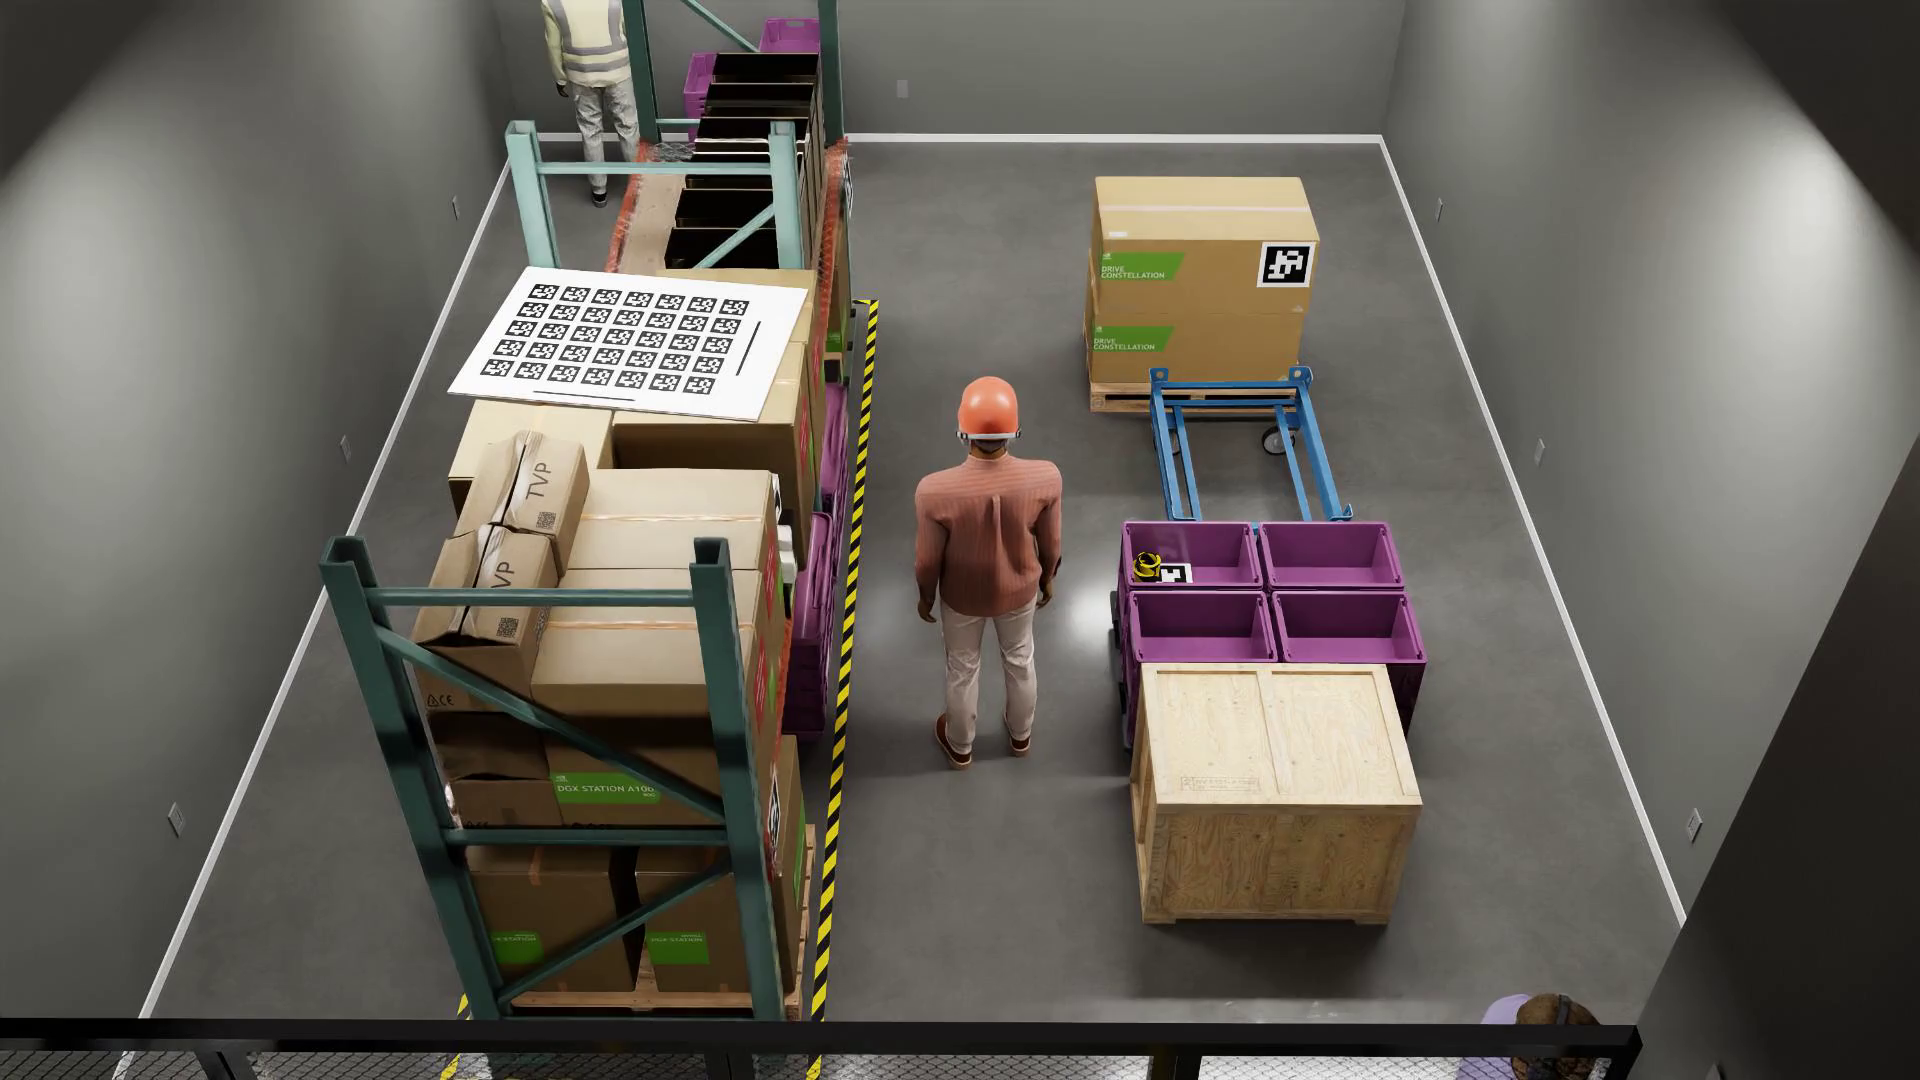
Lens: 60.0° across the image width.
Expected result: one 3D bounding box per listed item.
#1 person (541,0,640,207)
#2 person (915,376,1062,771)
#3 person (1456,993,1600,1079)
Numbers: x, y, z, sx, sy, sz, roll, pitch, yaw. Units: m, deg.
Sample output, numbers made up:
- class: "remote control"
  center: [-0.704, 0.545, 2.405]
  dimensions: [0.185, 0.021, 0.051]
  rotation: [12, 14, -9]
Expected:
- class: "person"
  center: [-2.301, -3.006, 10.620]
  dimensions: [0.599, 1.830, 0.403]
  rotation: [-4, 41, -5]
- class: "person"
  center: [0.111, 0.172, 6.875]
  dimensions: [0.612, 1.995, 0.382]
  rotation: [-9, 42, -11]
- class: "person"
  center: [1.536, 1.929, 4.914]
  dimensions: [0.378, 1.940, 0.629]
  rotation: [12, 43, 14]
